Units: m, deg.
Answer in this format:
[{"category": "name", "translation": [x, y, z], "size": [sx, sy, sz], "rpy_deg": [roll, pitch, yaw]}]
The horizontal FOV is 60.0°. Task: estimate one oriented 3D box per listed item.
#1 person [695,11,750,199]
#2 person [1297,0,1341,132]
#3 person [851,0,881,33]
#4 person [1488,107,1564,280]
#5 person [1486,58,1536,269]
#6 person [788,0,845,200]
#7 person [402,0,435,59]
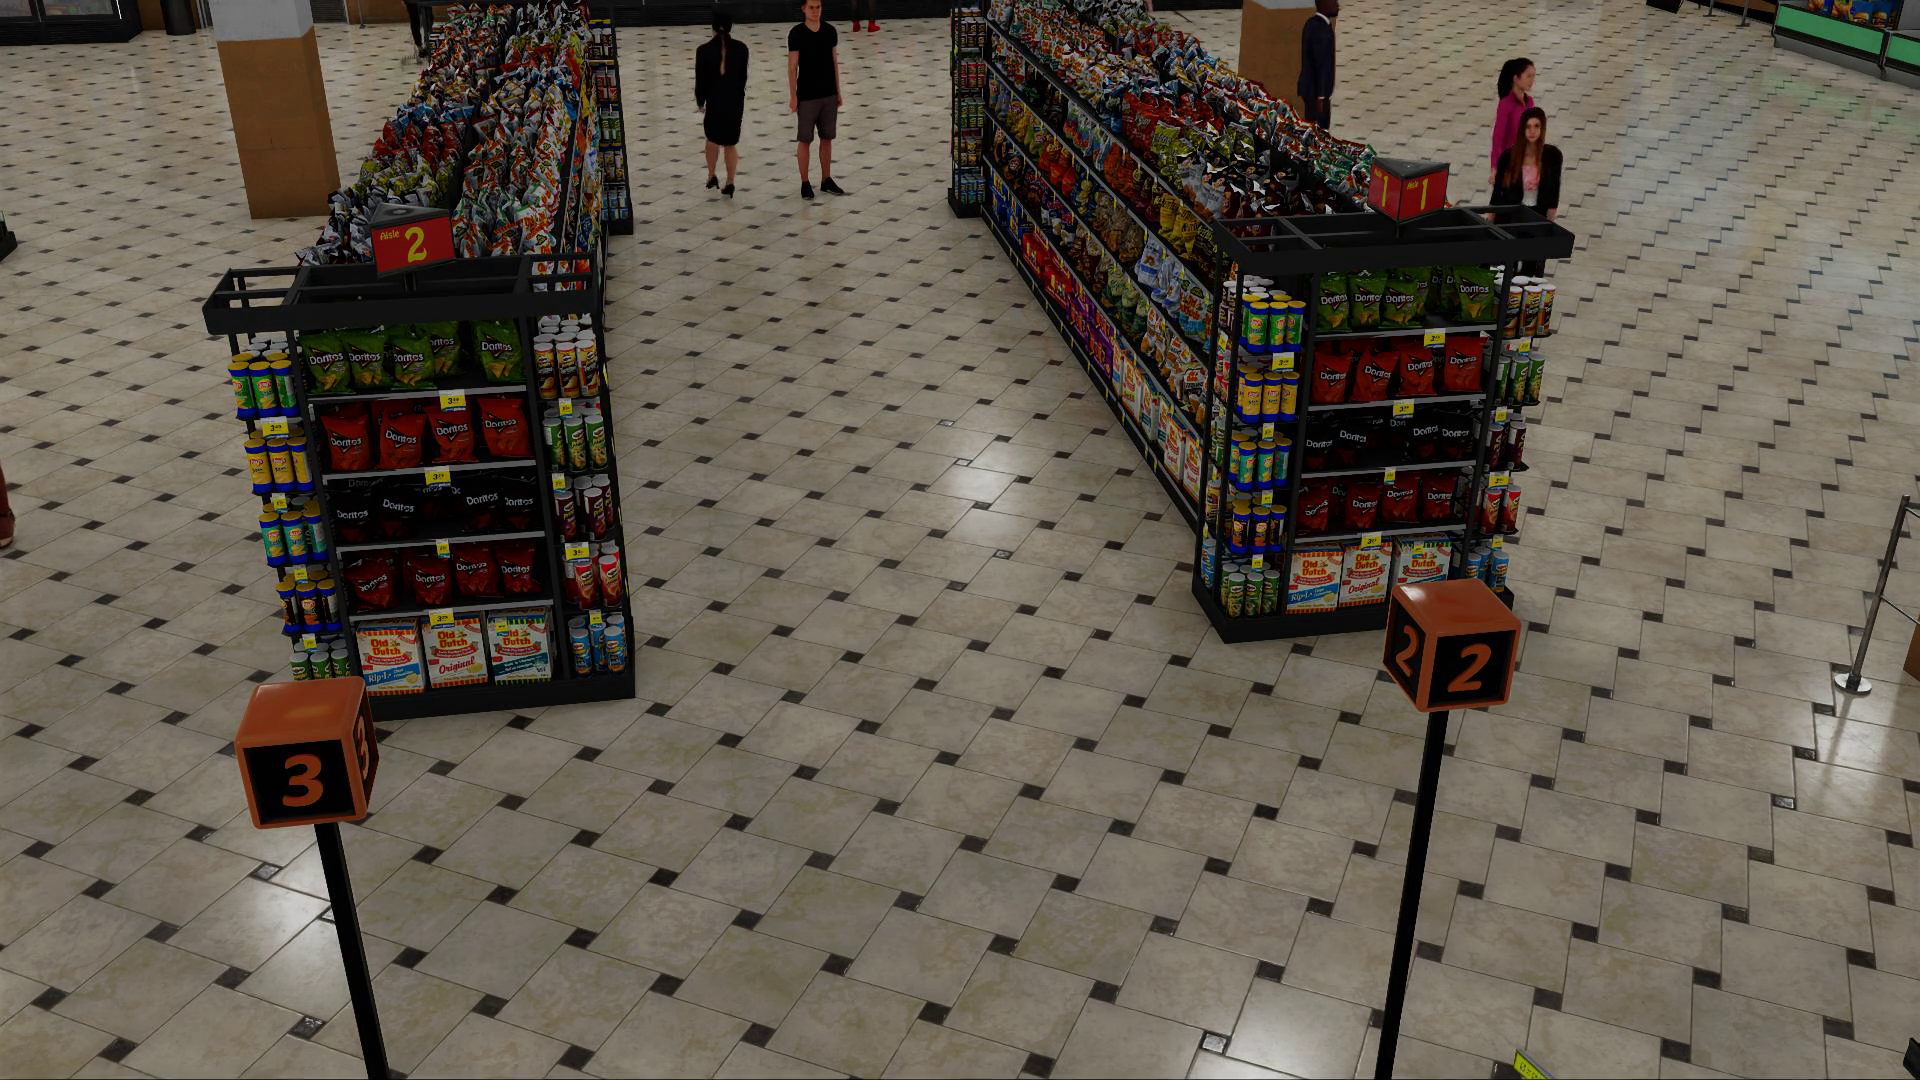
[{"category": "person", "translation": [-2.133, -3.952, 15.214], "size": [0.782, 1.648, 0.800], "rpy_deg": [-13, 29, -23]}, {"category": "person", "translation": [3.230, -4.150, 15.437], "size": [0.944, 1.801, 1.072], "rpy_deg": [2, 27, 4]}, {"category": "person", "translation": [-1.359, -7.946, 22.919], "size": [0.704, 1.805, 0.663], "rpy_deg": [5, 27, 9]}, {"category": "person", "translation": [3.995, -2.257, 11.835], "size": [0.809, 1.682, 1.020], "rpy_deg": [4, 27, 7]}, {"category": "person", "translation": [4.305, -2.977, 13.247], "size": [0.734, 1.690, 0.792], "rpy_deg": [-23, 35, -37]}, {"category": "person", "translation": [-1.322, -4.103, 15.278], "size": [0.760, 1.861, 0.708], "rpy_deg": [-15, 31, -27]}, {"category": "person", "translation": [-6.938, -6.895, 21.211], "size": [0.651, 1.475, 0.713], "rpy_deg": [0, 27, 0]}]
